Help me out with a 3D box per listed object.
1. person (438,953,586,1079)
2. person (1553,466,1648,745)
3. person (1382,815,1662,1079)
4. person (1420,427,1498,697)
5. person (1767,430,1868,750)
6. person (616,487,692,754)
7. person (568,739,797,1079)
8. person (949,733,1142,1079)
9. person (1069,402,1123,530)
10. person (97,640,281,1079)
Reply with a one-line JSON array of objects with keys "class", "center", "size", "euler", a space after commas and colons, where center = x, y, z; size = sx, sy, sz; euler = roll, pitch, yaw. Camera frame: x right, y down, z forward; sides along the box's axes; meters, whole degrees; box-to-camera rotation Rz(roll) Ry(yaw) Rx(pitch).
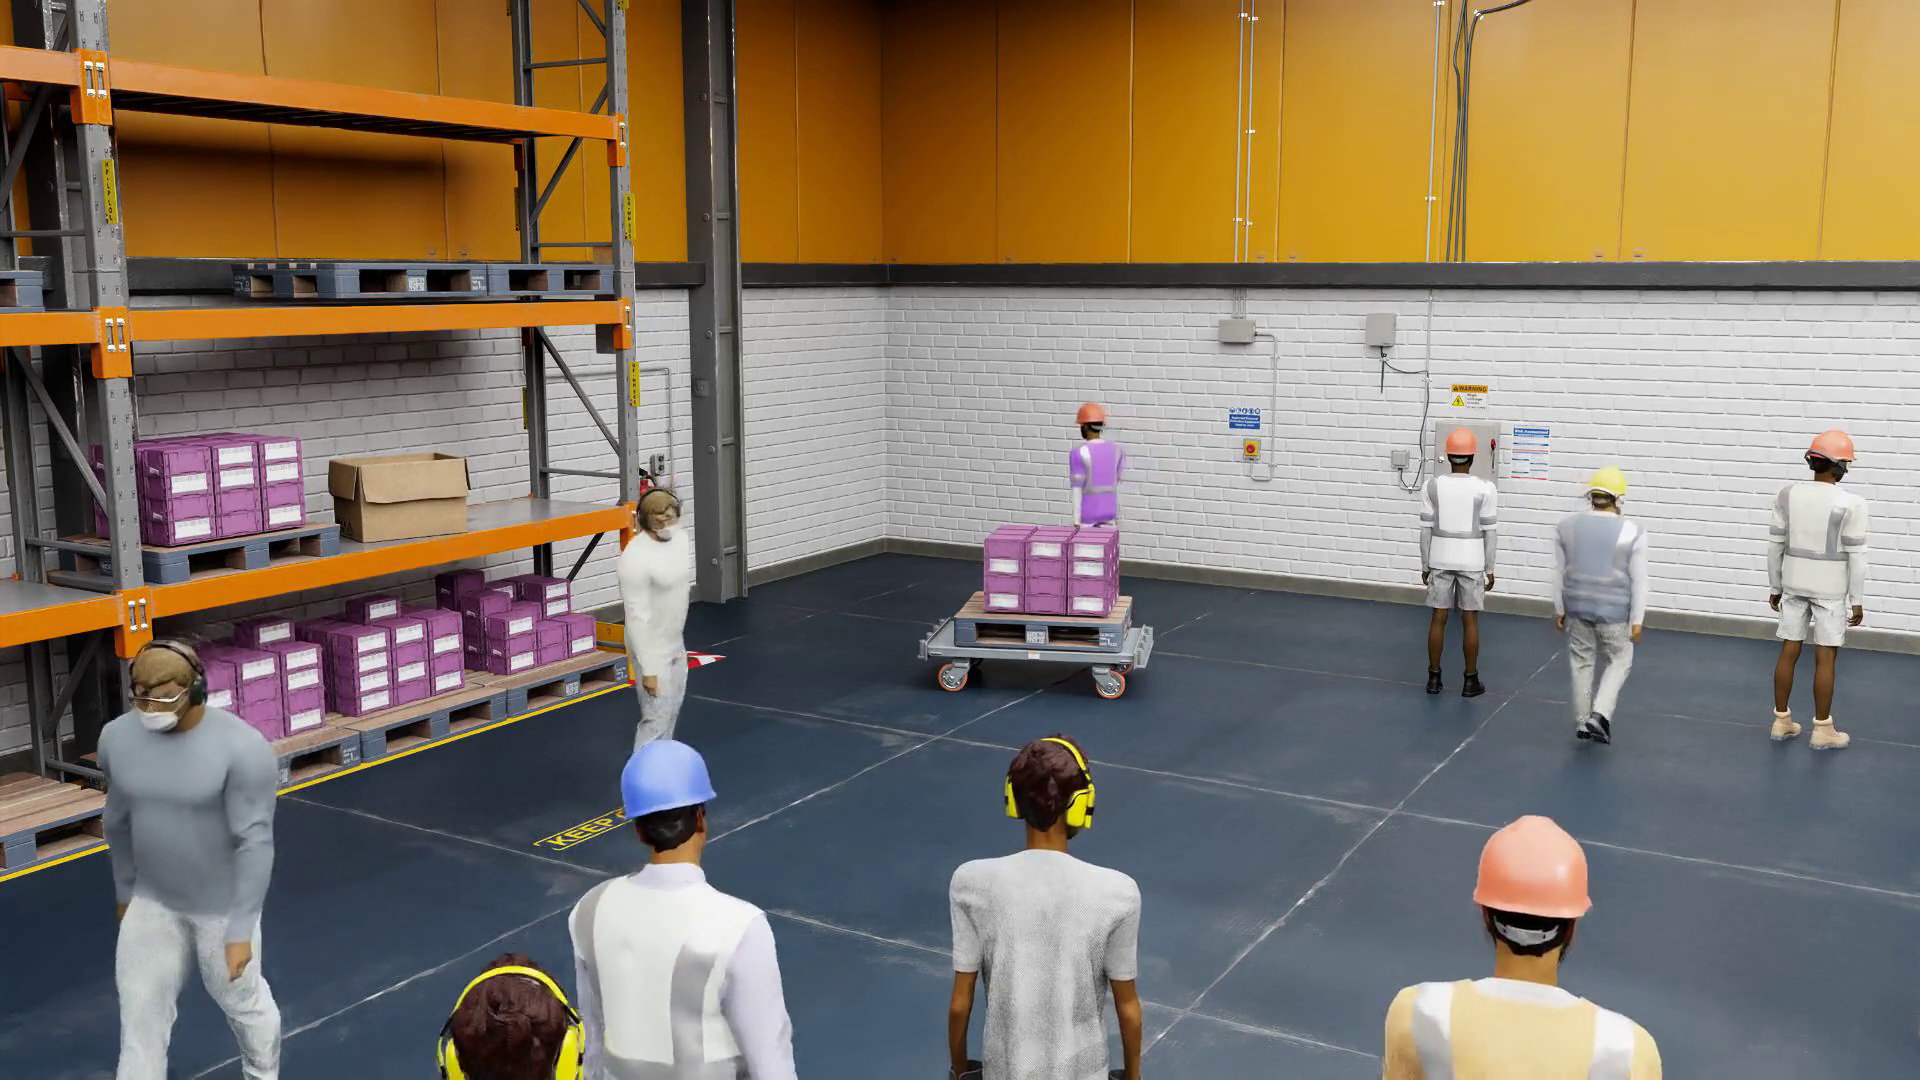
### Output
[{"class": "person", "center": [-0.736, 1.644, 2.930], "size": [0.549, 1.857, 0.473], "euler": [-1, 9, -7]}, {"class": "person", "center": [4.073, 0.435, 10.615], "size": [0.594, 1.817, 0.448], "euler": [7, 11, 37]}, {"class": "person", "center": [1.140, 1.530, 3.485], "size": [0.542, 1.917, 0.476], "euler": [3, 9, 16]}, {"class": "person", "center": [3.568, 0.160, 11.927], "size": [0.544, 1.943, 0.347], "euler": [4, 10, 26]}, {"class": "person", "center": [5.508, 0.311, 10.675], "size": [0.391, 2.040, 0.615], "euler": [-6, 11, -34]}, {"class": "person", "center": [-1.648, 0.620, 9.239], "size": [0.403, 1.900, 0.797], "euler": [2, 9, 14]}, {"class": "person", "center": [-0.711, 1.453, 3.973], "size": [0.633, 1.912, 0.751], "euler": [7, 11, 37]}, {"class": "person", "center": [0.219, 1.421, 4.305], "size": [0.526, 1.863, 0.324], "euler": [1, 9, 9]}, {"class": "person", "center": [1.160, -0.227, 14.429], "size": [0.567, 1.921, 0.465], "euler": [-5, 10, -27]}, {"class": "person", "center": [-2.569, 1.231, 5.463], "size": [0.688, 1.869, 1.009], "euler": [1, 9, 9]}]
